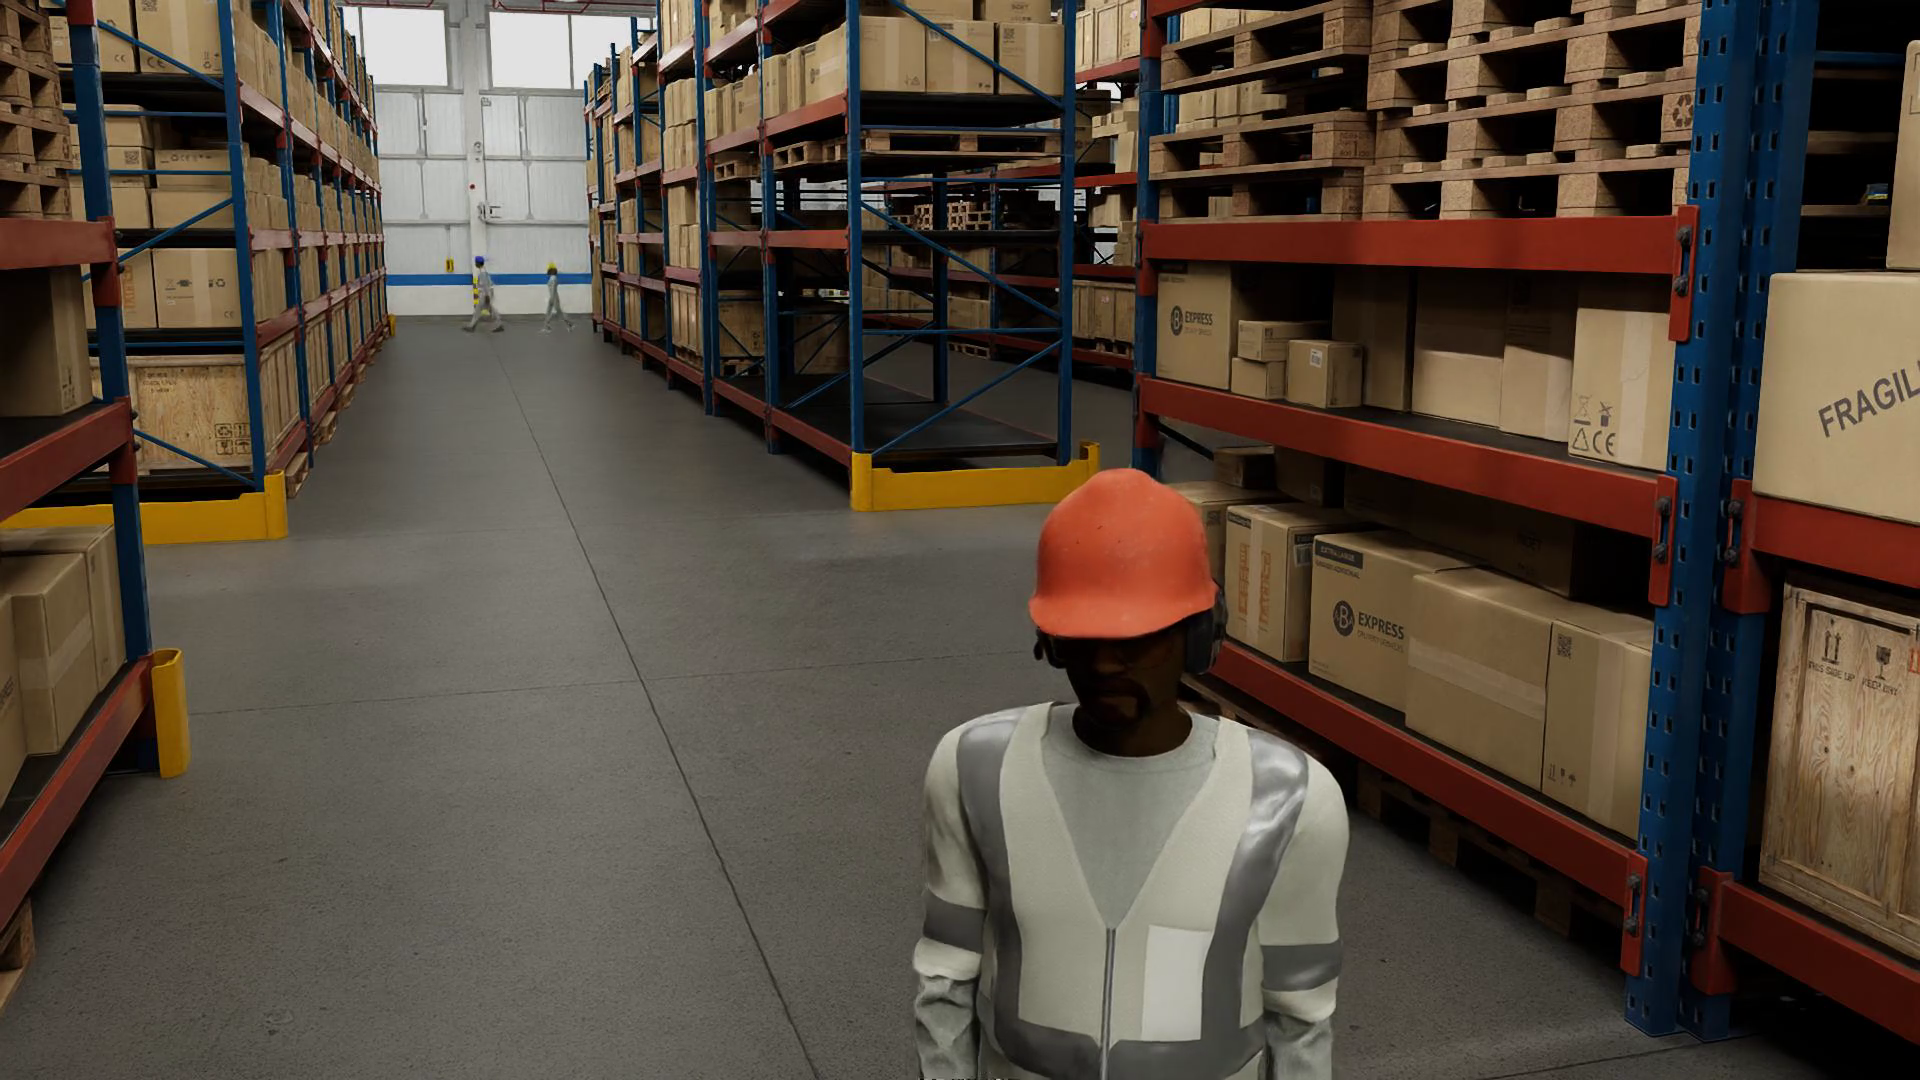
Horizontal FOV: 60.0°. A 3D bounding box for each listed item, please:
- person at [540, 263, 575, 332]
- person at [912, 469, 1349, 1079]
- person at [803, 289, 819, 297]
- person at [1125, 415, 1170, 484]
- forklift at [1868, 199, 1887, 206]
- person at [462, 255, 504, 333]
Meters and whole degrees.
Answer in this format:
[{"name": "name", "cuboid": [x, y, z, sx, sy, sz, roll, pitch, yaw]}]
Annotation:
[{"name": "person", "cuboid": [-10.017, -6.020, 41.277, 0.805, 1.717, 0.494, -3, 11, -14]}, {"name": "person", "cuboid": [0.220, 0.916, 2.369, 0.615, 2.042, 0.386, 2, 11, 12]}, {"name": "person", "cuboid": [-3.255, -4.884, 34.710, 0.643, 1.833, 0.451, -3, 11, -16]}, {"name": "person", "cuboid": [1.453, -0.794, 12.874, 0.402, 1.617, 0.533, 2, 11, 12]}, {"name": "forklift", "cuboid": [11.338, -2.915, 21.052, 1.129, 2.768, 1.873, -3, 11, -17]}, {"name": "person", "cuboid": [-11.746, -6.049, 40.951, 1.018, 1.891, 0.646, -3, 11, -14]}]
